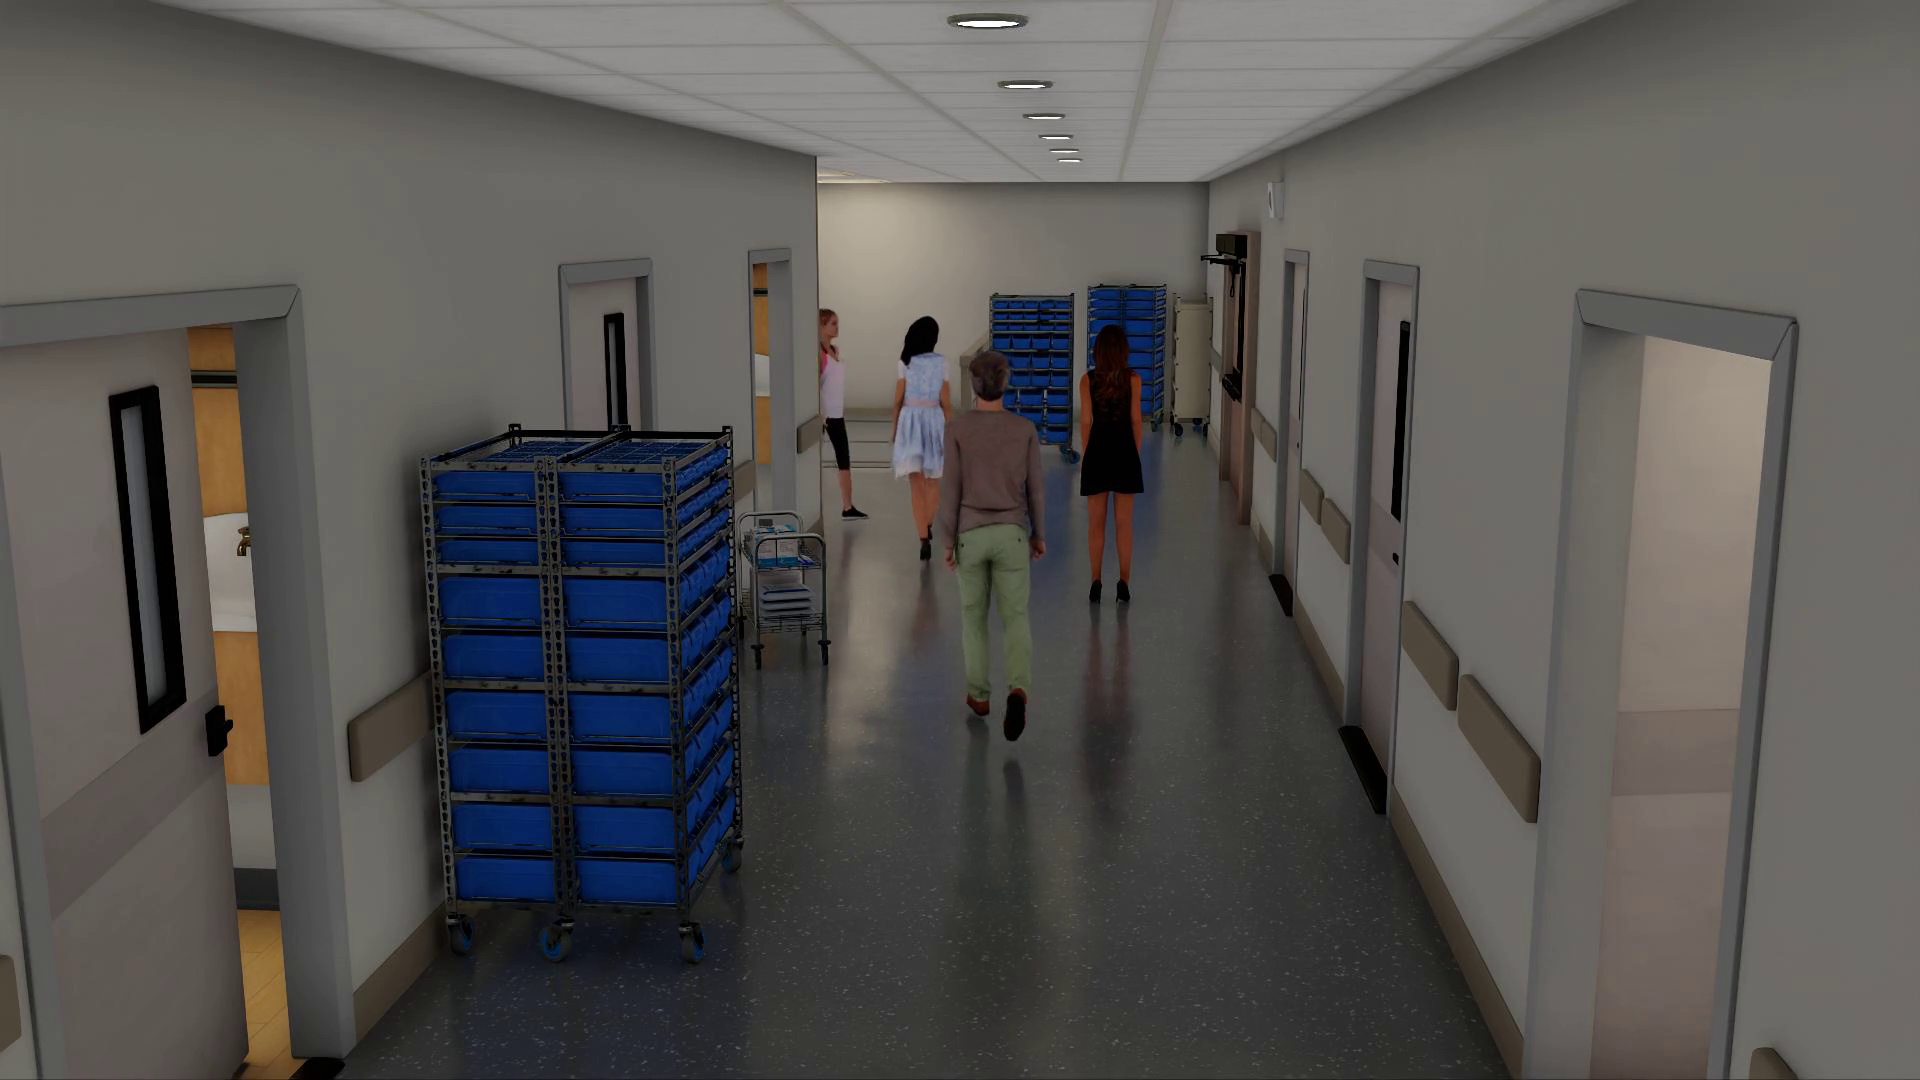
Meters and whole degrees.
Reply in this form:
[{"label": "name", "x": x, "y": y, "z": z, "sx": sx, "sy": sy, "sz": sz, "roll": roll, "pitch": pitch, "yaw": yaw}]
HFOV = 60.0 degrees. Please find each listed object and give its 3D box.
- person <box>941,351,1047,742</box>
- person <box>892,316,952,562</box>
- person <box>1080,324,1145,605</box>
[{"label": "person", "x": 0.163, "y": 0.048, "z": 8.041, "sx": 0.809, "sy": 1.844, "sz": 1.205, "roll": -1, "pitch": 11, "yaw": -5}, {"label": "person", "x": -0.276, "y": -0.690, "z": 12.161, "sx": 0.731, "sy": 1.758, "sz": 1.207, "roll": 0, "pitch": 11, "yaw": -2}, {"label": "person", "x": 0.988, "y": -0.493, "z": 10.918, "sx": 0.575, "sy": 1.835, "sz": 0.515, "roll": 1, "pitch": 11, "yaw": 4}]
